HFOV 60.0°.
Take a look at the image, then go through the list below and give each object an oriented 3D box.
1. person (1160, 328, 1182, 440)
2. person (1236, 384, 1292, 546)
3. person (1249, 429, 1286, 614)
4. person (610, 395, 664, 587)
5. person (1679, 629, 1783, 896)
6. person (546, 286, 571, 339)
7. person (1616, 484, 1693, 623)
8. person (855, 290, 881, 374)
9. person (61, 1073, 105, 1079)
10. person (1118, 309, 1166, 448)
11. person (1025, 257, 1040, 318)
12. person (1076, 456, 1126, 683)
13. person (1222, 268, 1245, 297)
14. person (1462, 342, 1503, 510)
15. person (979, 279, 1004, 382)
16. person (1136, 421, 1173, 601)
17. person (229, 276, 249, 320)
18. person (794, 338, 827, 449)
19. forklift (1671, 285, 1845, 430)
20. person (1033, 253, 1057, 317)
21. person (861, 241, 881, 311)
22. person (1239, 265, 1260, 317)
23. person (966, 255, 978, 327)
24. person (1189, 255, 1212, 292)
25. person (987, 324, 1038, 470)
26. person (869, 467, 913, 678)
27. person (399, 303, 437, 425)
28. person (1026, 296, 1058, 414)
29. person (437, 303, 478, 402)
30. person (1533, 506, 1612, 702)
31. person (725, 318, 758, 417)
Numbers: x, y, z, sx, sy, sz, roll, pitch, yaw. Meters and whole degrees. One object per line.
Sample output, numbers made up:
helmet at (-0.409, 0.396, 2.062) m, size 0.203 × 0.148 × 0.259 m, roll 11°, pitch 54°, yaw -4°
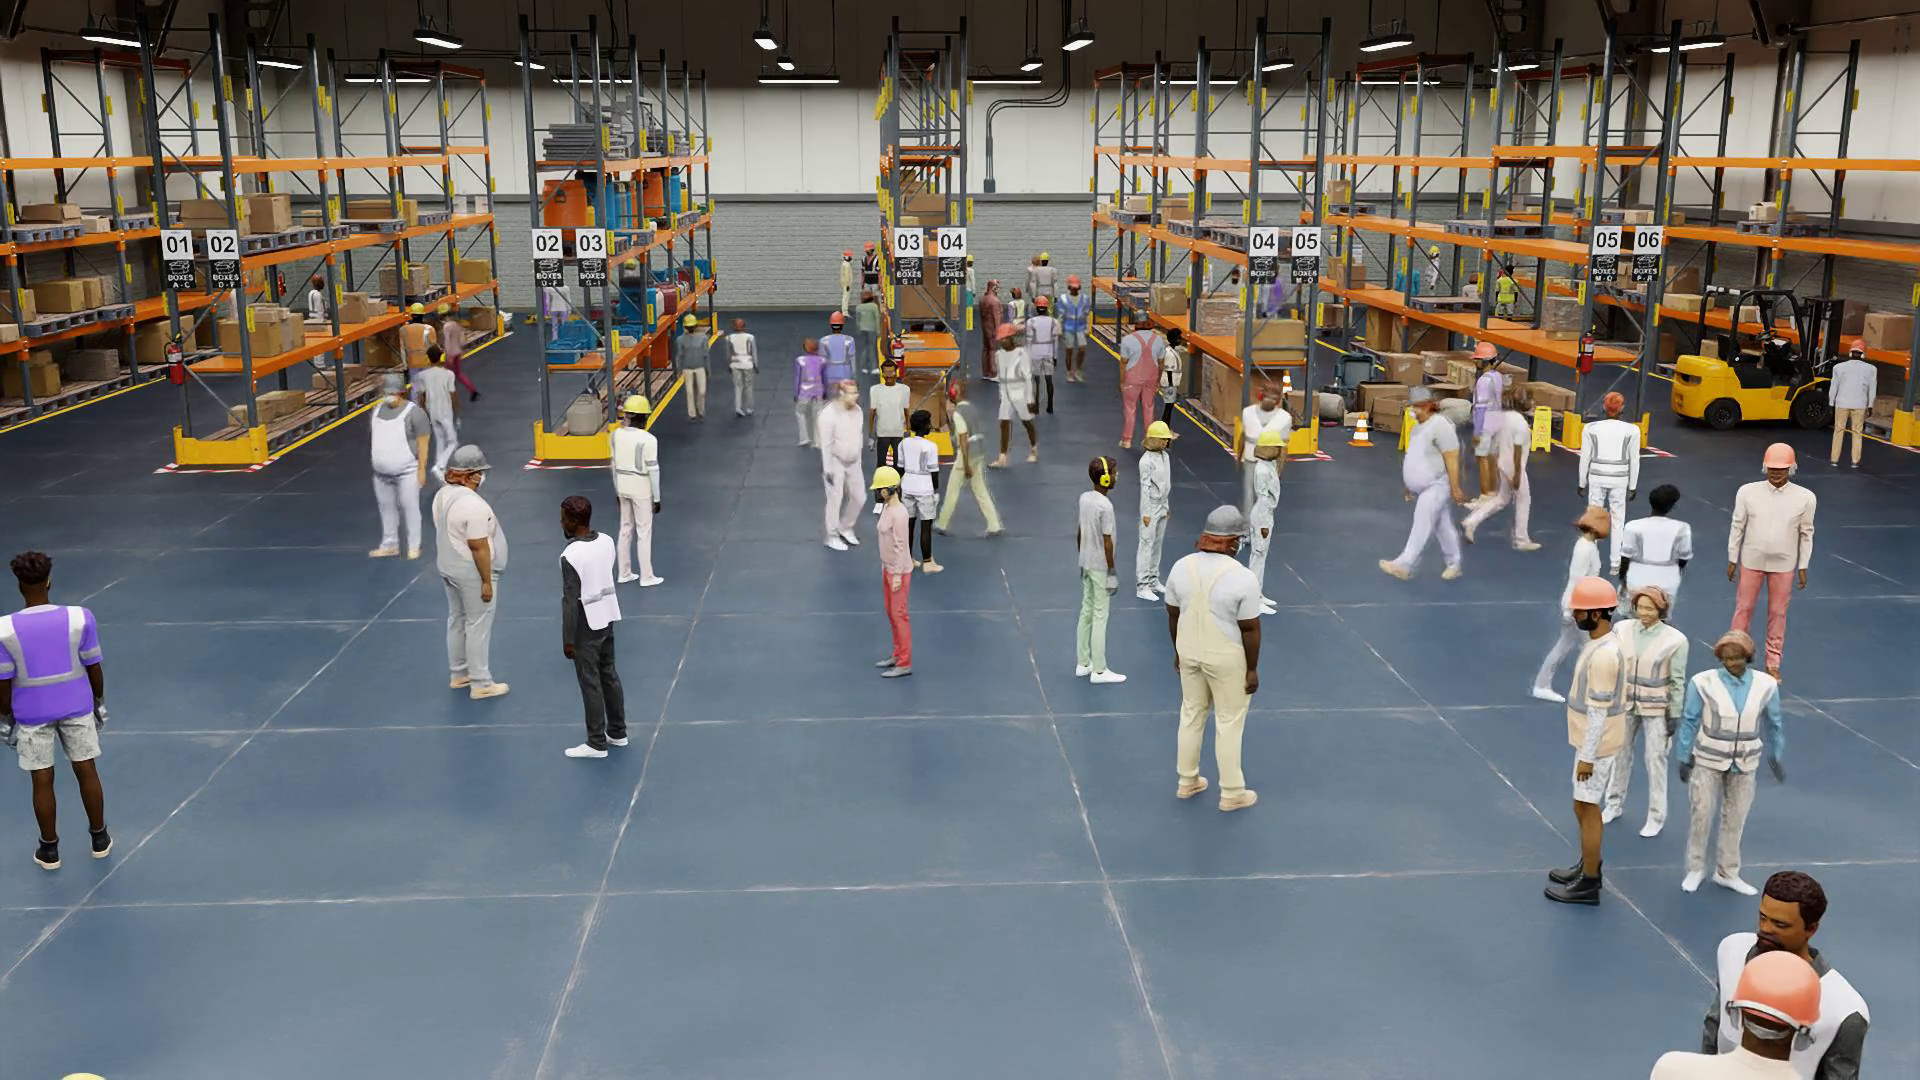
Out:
person at (3.160, -2.335, 24.921) m, size 0.320 × 1.686 × 0.539 m, roll 3°, pitch 14°, yaw 10°
person at (3.320, -0.829, 18.296) m, size 0.600 × 1.792 × 0.858 m, roll 4°, pitch 14°, yaw 18°
person at (2.890, -0.187, 15.696) m, size 0.296 × 1.745 × 0.485 m, roll 3°, pitch 14°, yaw 12°
person at (-3.215, -0.490, 16.615) m, size 0.597 × 1.916 × 0.413 m, roll 8°, pitch 15°, yaw 30°
person at (4.462, 1.297, 9.666) m, size 0.564 × 1.629 × 0.325 m, roll 1°, pitch 13°, yaw 4°
person at (-8.548, -4.867, 35.473) m, size 0.524 × 1.769 × 0.315 m, roll -1°, pitch 13°, yaw -3°
person at (5.641, 0.357, 13.550) m, size 0.559 × 1.665 × 0.458 m, roll 4°, pitch 14°, yaw 18°
person at (-1.766, -4.034, 32.278) m, size 0.611 × 1.605 × 0.402 m, roll 5°, pitch 14°, yaw 21°
person at (-2.506, 2.360, 4.878) m, size 0.524 × 1.761 × 0.327 m, roll -9°, pitch 16°, yaw -33°
person at (2.616, -2.362, 24.272) m, size 0.684 × 2.000 × 0.535 m, roll -4°, pitch 14°, yaw -17°
person at (1.924, -6.427, 42.458) m, size 0.539 × 1.592 × 0.862 m, roll -1°, pitch 13°, yaw -6°
person at (1.140, 0.235, 13.635) m, size 0.333 × 1.873 × 0.520 m, roll -6°, pitch 14°, yaw -23°
person at (5.785, -4.891, 35.456) m, size 0.543 × 1.830 × 0.868 m, roll 4°, pitch 14°, yaw 16°
person at (6.321, -1.375, 20.120) m, size 0.419 × 2.034 × 0.605 m, roll 9°, pitch 16°, yaw 32°
person at (0.618, -3.931, 31.219) m, size 0.410 × 1.905 × 0.640 m, roll -6°, pitch 15°, yaw -25°
person at (1.909, -0.295, 16.154) m, size 0.295 × 1.744 × 0.492 m, roll 8°, pitch 16°, yaw 31°
person at (-13.856, -4.176, 32.085) m, size 0.409 × 1.986 × 0.618 m, roll -3°, pitch 14°, yaw -13°
person at (-2.196, -2.133, 24.195) m, size 0.542 × 1.617 × 0.514 m, roll -7°, pitch 15°, yaw -26°
forklift at (12.503, -2.886, 26.166) m, size 2.313 × 2.155 × 1.214 m, roll -1°, pitch 13°, yaw -3°
person at (1.970, -5.712, 38.704) m, size 0.584 × 1.929 × 0.371 m, roll -1°, pitch 13°, yaw -5°
person at (-2.235, -6.454, 41.648) m, size 0.612 × 2.030 × 0.410 m, roll 9°, pitch 16°, yaw 33°
person at (7.570, -6.733, 43.152) m, size 0.679 × 1.903 × 0.566 m, roll 3°, pitch 14°, yaw 11°
person at (0.199, -6.065, 40.566) m, size 0.327 × 1.761 × 0.522 m, roll -12°, pitch 18°, yaw -40°
person at (5.872, -6.122, 40.669) m, size 0.576 × 1.837 × 1.004 m, roll 2°, pitch 13°, yaw 8°
person at (0.771, -1.975, 22.801) m, size 0.706 × 1.975 × 1.074 m, roll 10°, pitch 17°, yaw 37°
person at (-0.569, 0.256, 13.808) m, size 0.342 × 1.754 × 0.532 m, roll -4°, pitch 14°, yaw -16°
person at (-8.519, -2.775, 26.268) m, size 0.588 × 1.927 × 0.369 m, roll 0°, pitch 13°, yaw -2°
person at (1.335, -3.049, 27.404) m, size 0.552 × 1.935 × 0.374 m, roll -3°, pitch 14°, yaw -13°
person at (-8.647, -3.162, 28.286) m, size 0.665 × 1.741 × 0.552 m, roll 0°, pitch 13°, yaw 2°
person at (4.919, 0.527, 12.991) m, size 0.785 × 1.585 × 0.553 m, roll 5°, pitch 14°, yaw 21°
person at (-3.559, -2.809, 27.106) m, size 0.524 × 1.606 × 0.718 m, roll -1°, pitch 13°, yaw -3°
